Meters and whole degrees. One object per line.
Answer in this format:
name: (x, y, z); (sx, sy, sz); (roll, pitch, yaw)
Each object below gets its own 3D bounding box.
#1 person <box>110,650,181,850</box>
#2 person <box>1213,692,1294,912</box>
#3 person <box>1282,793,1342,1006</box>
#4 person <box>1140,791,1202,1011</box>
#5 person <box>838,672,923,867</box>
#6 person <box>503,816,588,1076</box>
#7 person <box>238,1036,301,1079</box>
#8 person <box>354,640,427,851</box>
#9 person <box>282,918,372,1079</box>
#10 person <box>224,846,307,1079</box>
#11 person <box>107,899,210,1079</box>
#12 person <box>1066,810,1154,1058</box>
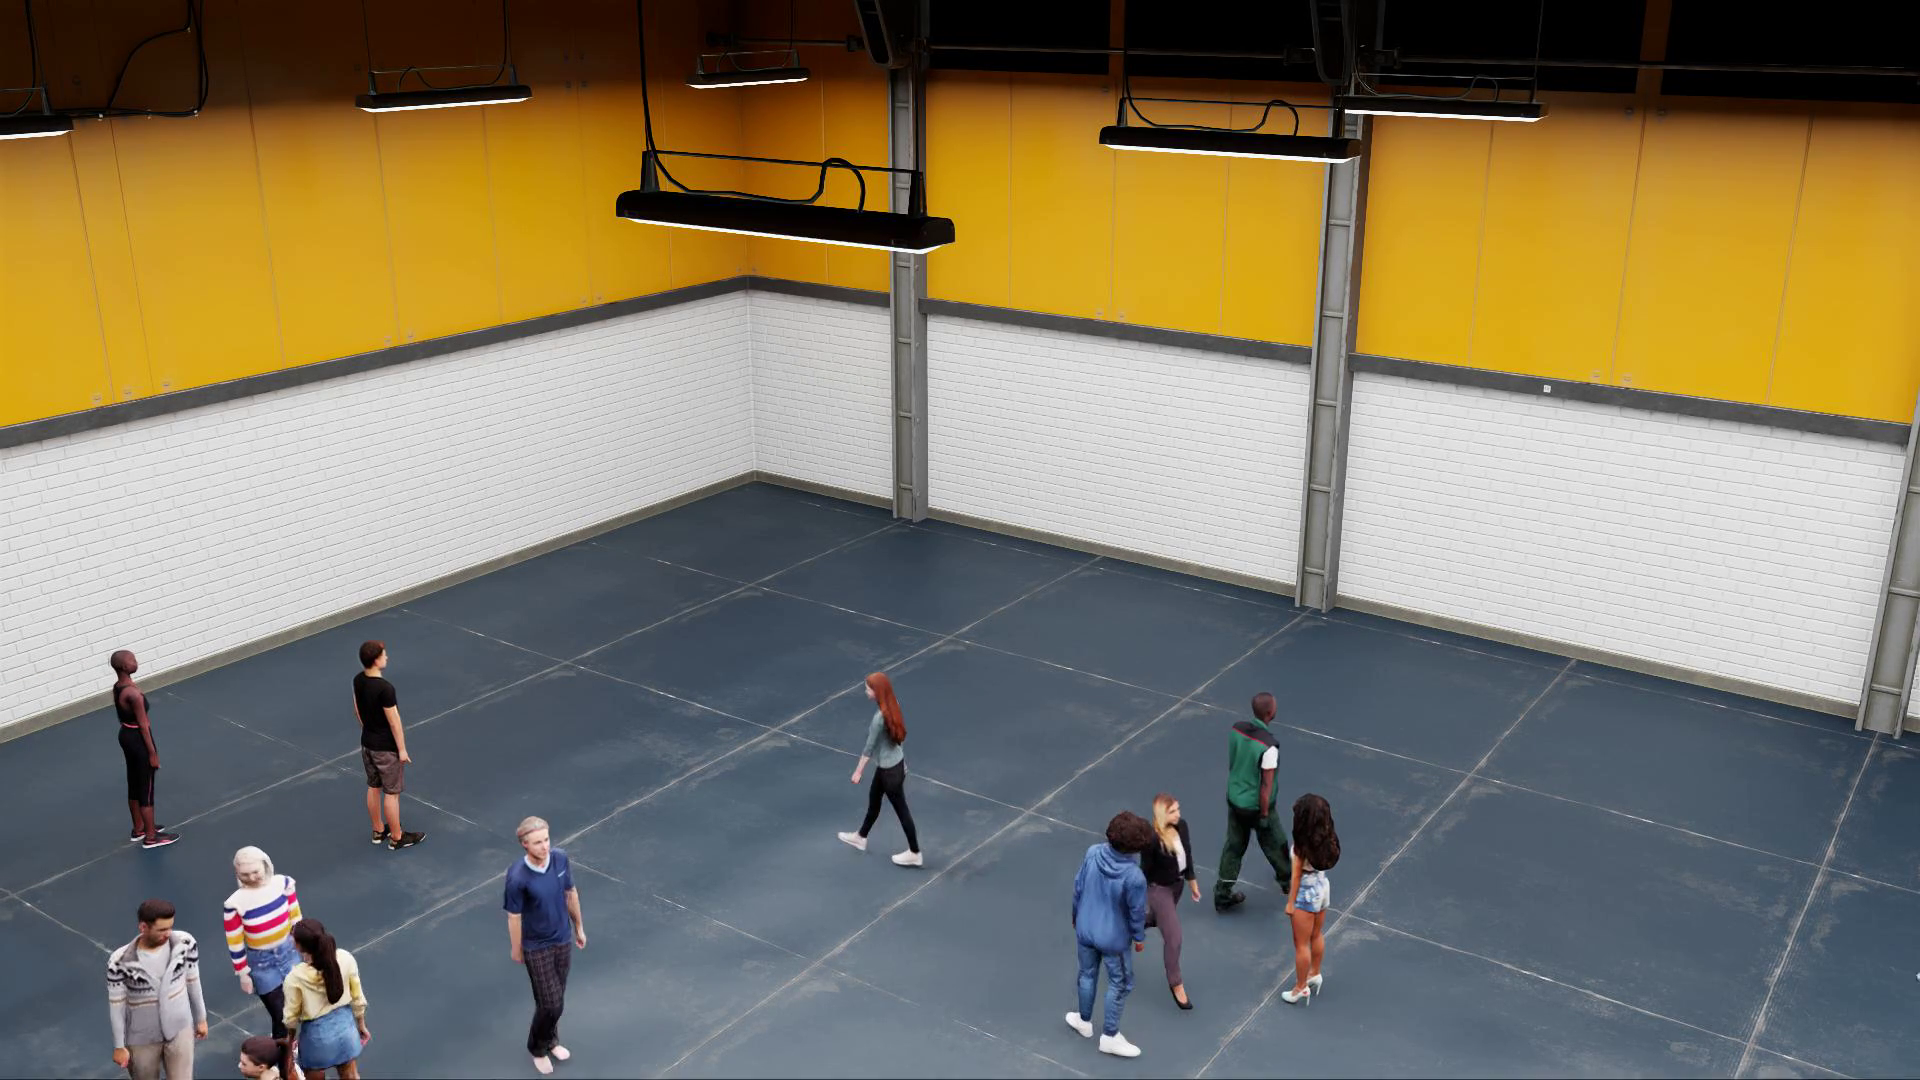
person: (-7.012, 1.757, 14.145); (0.495, 1.760, 0.672); (16, 24, 39)
person: (2.215, 2.098, 13.072); (1.057, 1.797, 1.168); (-10, 21, -28)
person: (2.506, 2.571, 11.943); (0.561, 1.621, 0.549); (14, 23, 35)
person: (1.394, 2.541, 12.019); (1.084, 1.630, 0.676); (15, 24, 38)
person: (-0.502, 1.927, 13.723); (1.073, 1.707, 0.804); (4, 19, 13)
person: (-2.857, 2.683, 11.240); (0.644, 1.859, 0.663); (13, 23, 35)
person: (-3.742, 3.462, 9.331); (0.724, 1.600, 0.667); (-12, 22, -31)
person: (-4.916, 1.718, 14.100); (0.482, 1.861, 0.736); (13, 23, 34)
person: (-3.907, 3.116, 10.330); (0.698, 1.618, 0.735); (-16, 24, -38)
person: (-4.595, 2.785, 11.041); (0.762, 1.792, 0.729); (13, 23, 34)
person: (-4.994, 3.014, 10.316); (0.900, 1.820, 1.120); (-14, 23, -35)
person: (0.948, 2.652, 11.441); (0.516, 1.790, 0.881); (8, 20, 23)
